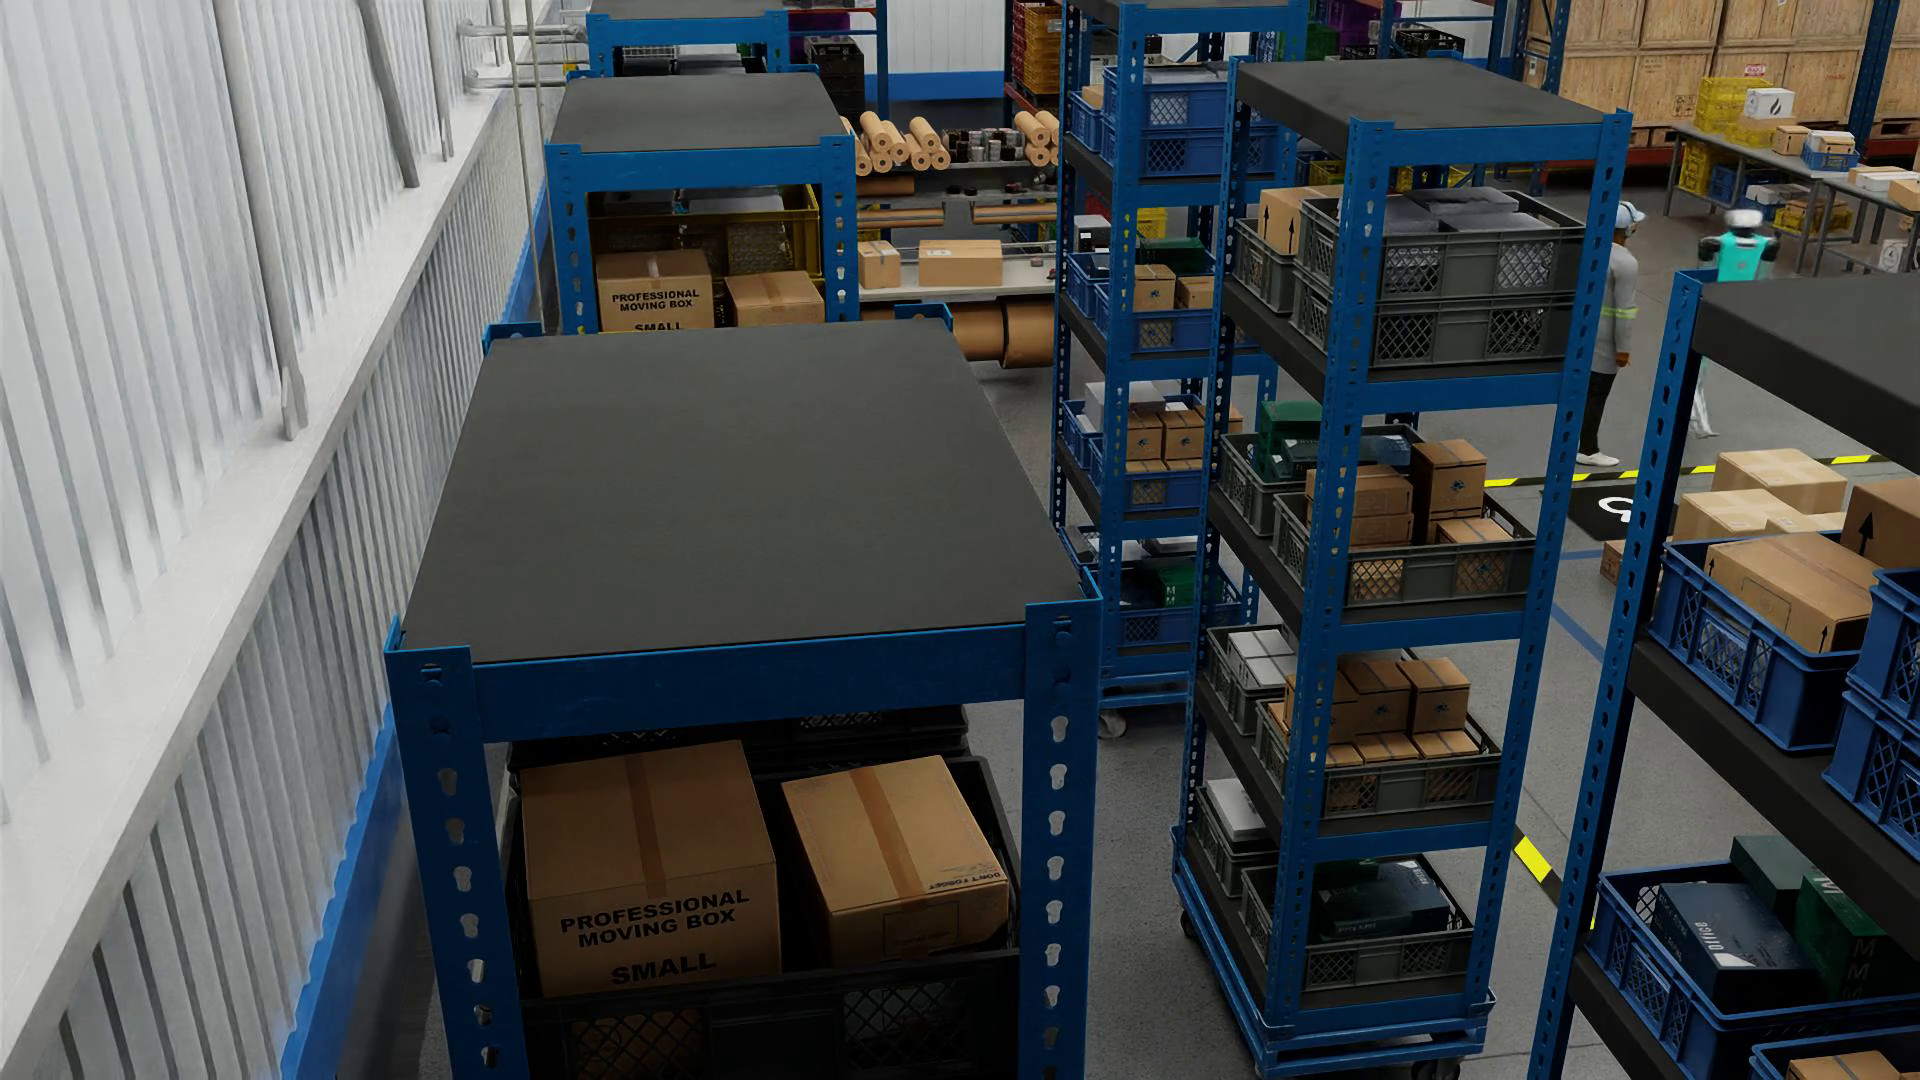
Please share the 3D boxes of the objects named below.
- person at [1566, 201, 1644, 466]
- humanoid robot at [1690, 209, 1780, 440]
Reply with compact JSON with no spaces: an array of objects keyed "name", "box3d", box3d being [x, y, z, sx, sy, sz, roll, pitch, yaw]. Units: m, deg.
[{"name":"person","box3d":[4.457,-1.424,11.498,0.362,1.852,0.596,-5,25,-11]},{"name":"humanoid robot","box3d":[5.404,-1.562,11.933,0.543,1.730,1.033,2,25,4]}]
